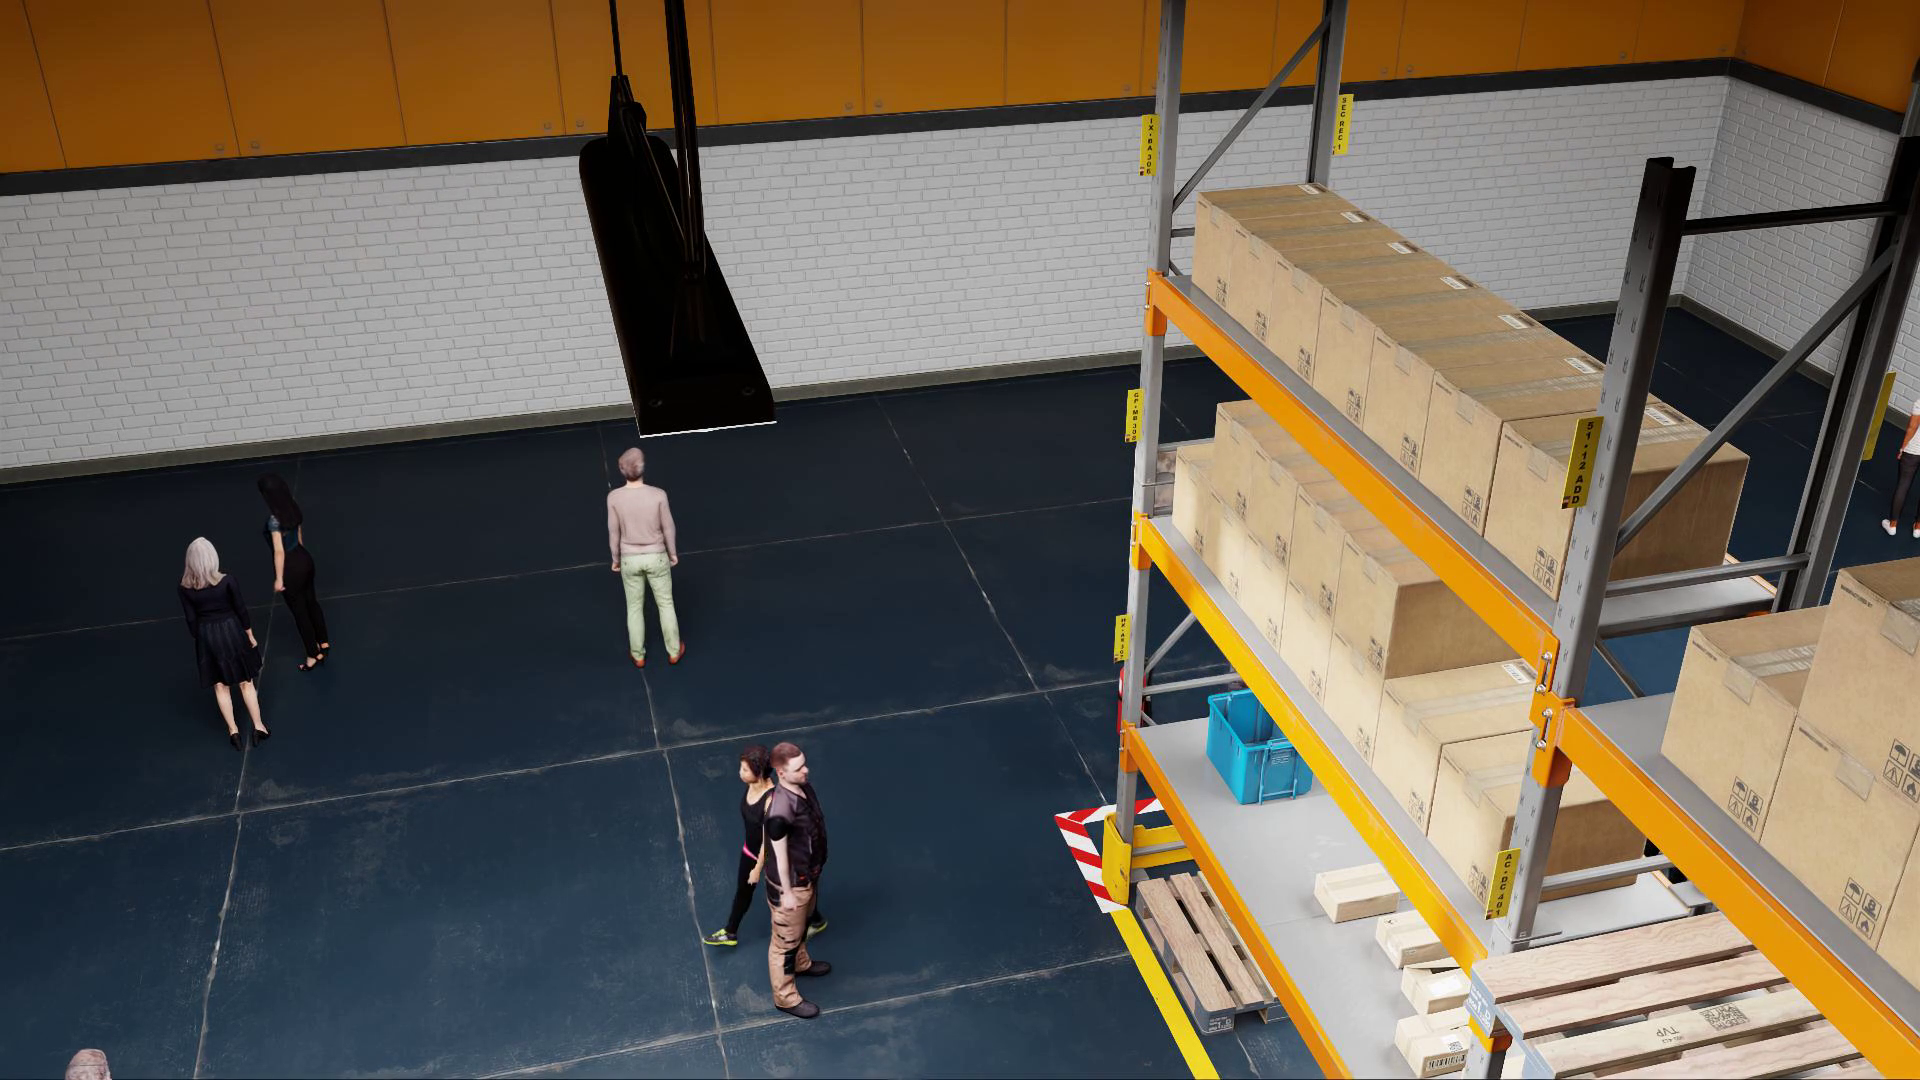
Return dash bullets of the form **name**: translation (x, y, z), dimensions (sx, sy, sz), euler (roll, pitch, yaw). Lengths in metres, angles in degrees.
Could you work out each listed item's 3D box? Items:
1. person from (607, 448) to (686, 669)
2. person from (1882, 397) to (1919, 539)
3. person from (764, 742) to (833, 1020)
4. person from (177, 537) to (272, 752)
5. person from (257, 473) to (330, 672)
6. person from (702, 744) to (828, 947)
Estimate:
- **person**: translation (-2.506, 0.156, 13.180), dimensions (0.700, 1.869, 0.599), euler (-5, 29, -8)
- **person**: translation (8.805, -0.806, 15.177), dimensions (0.655, 1.646, 0.677), euler (8, 30, 15)
- **person**: translation (-1.004, 1.967, 9.888), dimensions (0.830, 1.841, 0.686), euler (5, 29, 9)
- **person**: translation (-5.406, 0.757, 12.206), dimensions (0.599, 1.746, 0.555), euler (-8, 30, -15)
- **person**: translation (-5.265, 0.245, 13.162), dimensions (0.685, 1.730, 0.552), euler (4, 29, 7)
- **person**: translation (-1.108, 1.902, 10.345), dimensions (0.807, 1.518, 1.012), euler (-17, 33, -28)
